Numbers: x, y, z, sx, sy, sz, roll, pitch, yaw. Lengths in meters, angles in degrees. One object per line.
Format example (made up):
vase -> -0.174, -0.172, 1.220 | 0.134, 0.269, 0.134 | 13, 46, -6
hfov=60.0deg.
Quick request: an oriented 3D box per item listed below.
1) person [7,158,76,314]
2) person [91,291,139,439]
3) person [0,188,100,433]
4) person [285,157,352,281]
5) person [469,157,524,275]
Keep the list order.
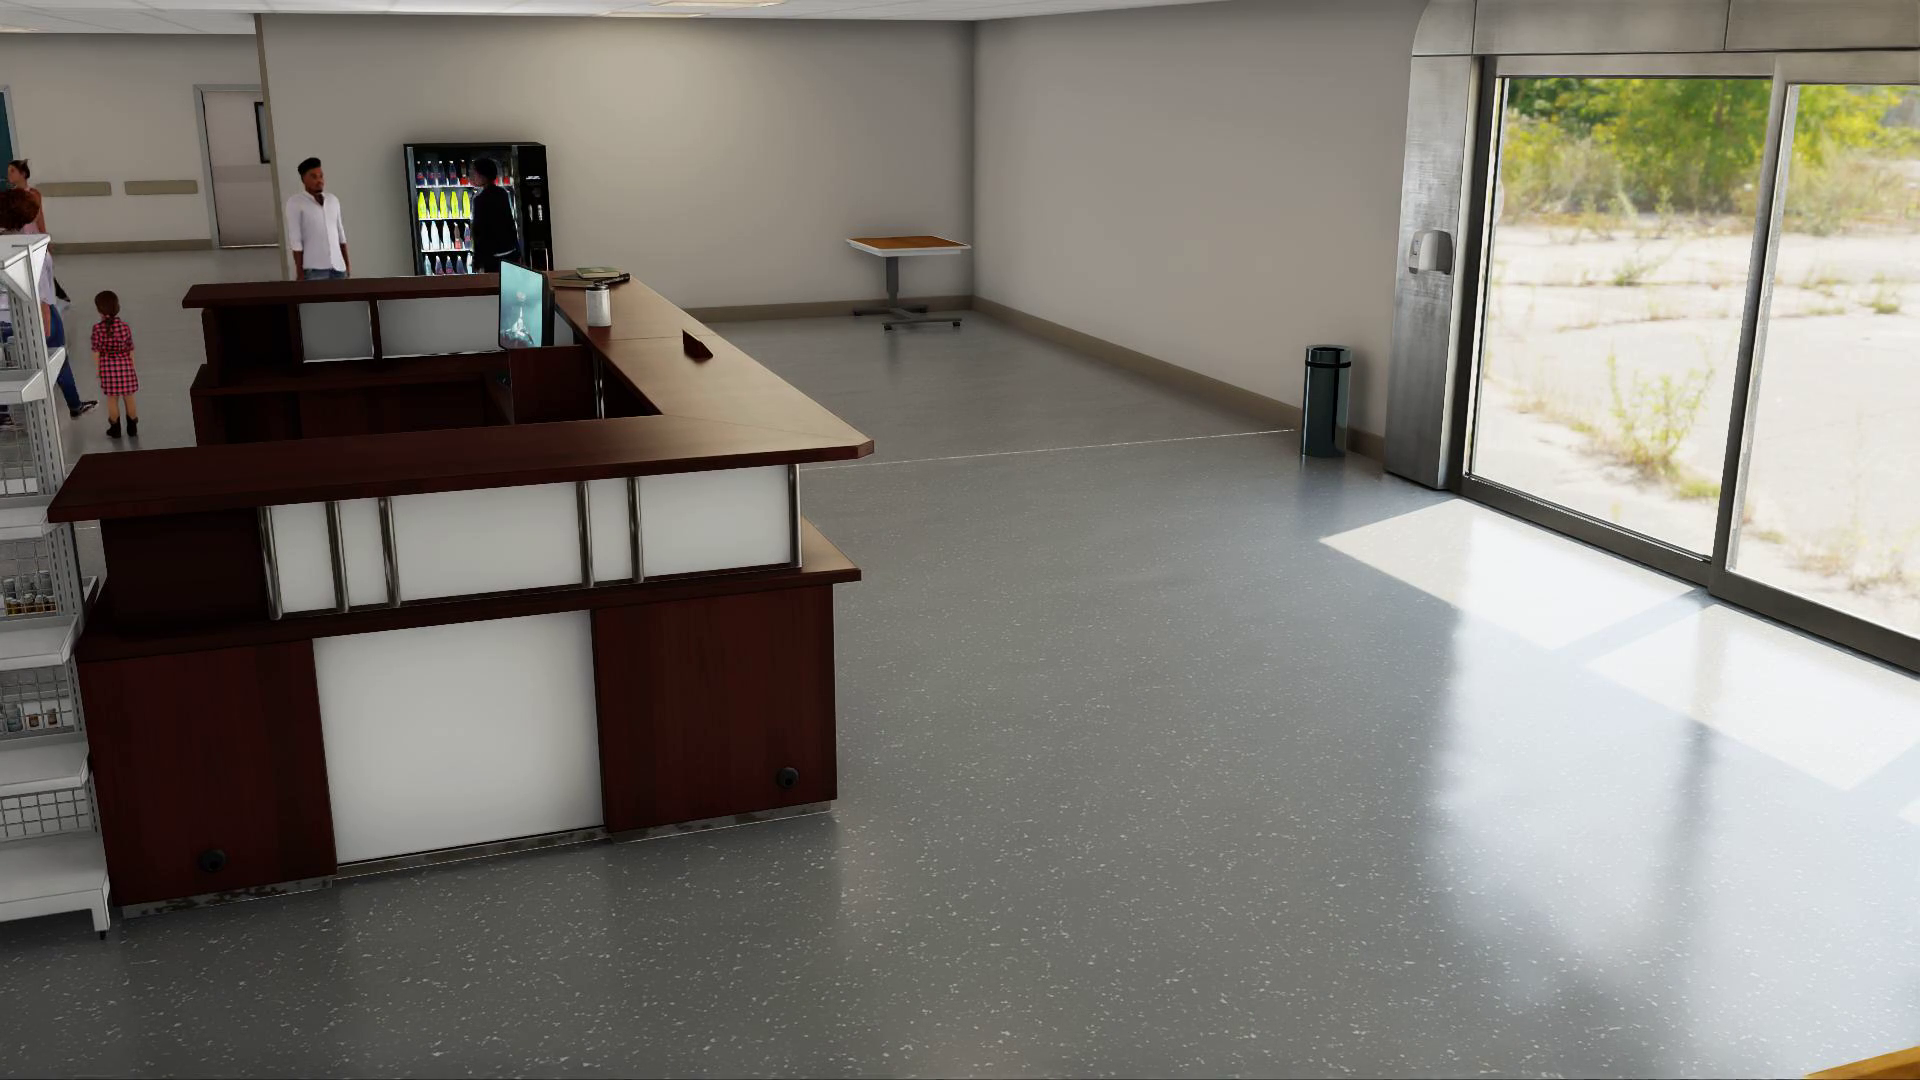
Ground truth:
person -> -9.451, -3.049, 17.023 | 1.047, 1.597, 1.118 | 7, 17, 24
person -> -5.909, -1.229, 11.625 | 0.446, 1.022, 0.533 | -12, 20, -37
person -> -6.599, -1.571, 11.630 | 1.157, 1.678, 1.098 | 4, 16, 12
person -> -5.450, -2.331, 14.118 | 1.055, 1.792, 1.070 | 11, 19, 33
person -> -3.762, -2.224, 13.729 | 0.785, 1.797, 0.769 | 9, 18, 28
